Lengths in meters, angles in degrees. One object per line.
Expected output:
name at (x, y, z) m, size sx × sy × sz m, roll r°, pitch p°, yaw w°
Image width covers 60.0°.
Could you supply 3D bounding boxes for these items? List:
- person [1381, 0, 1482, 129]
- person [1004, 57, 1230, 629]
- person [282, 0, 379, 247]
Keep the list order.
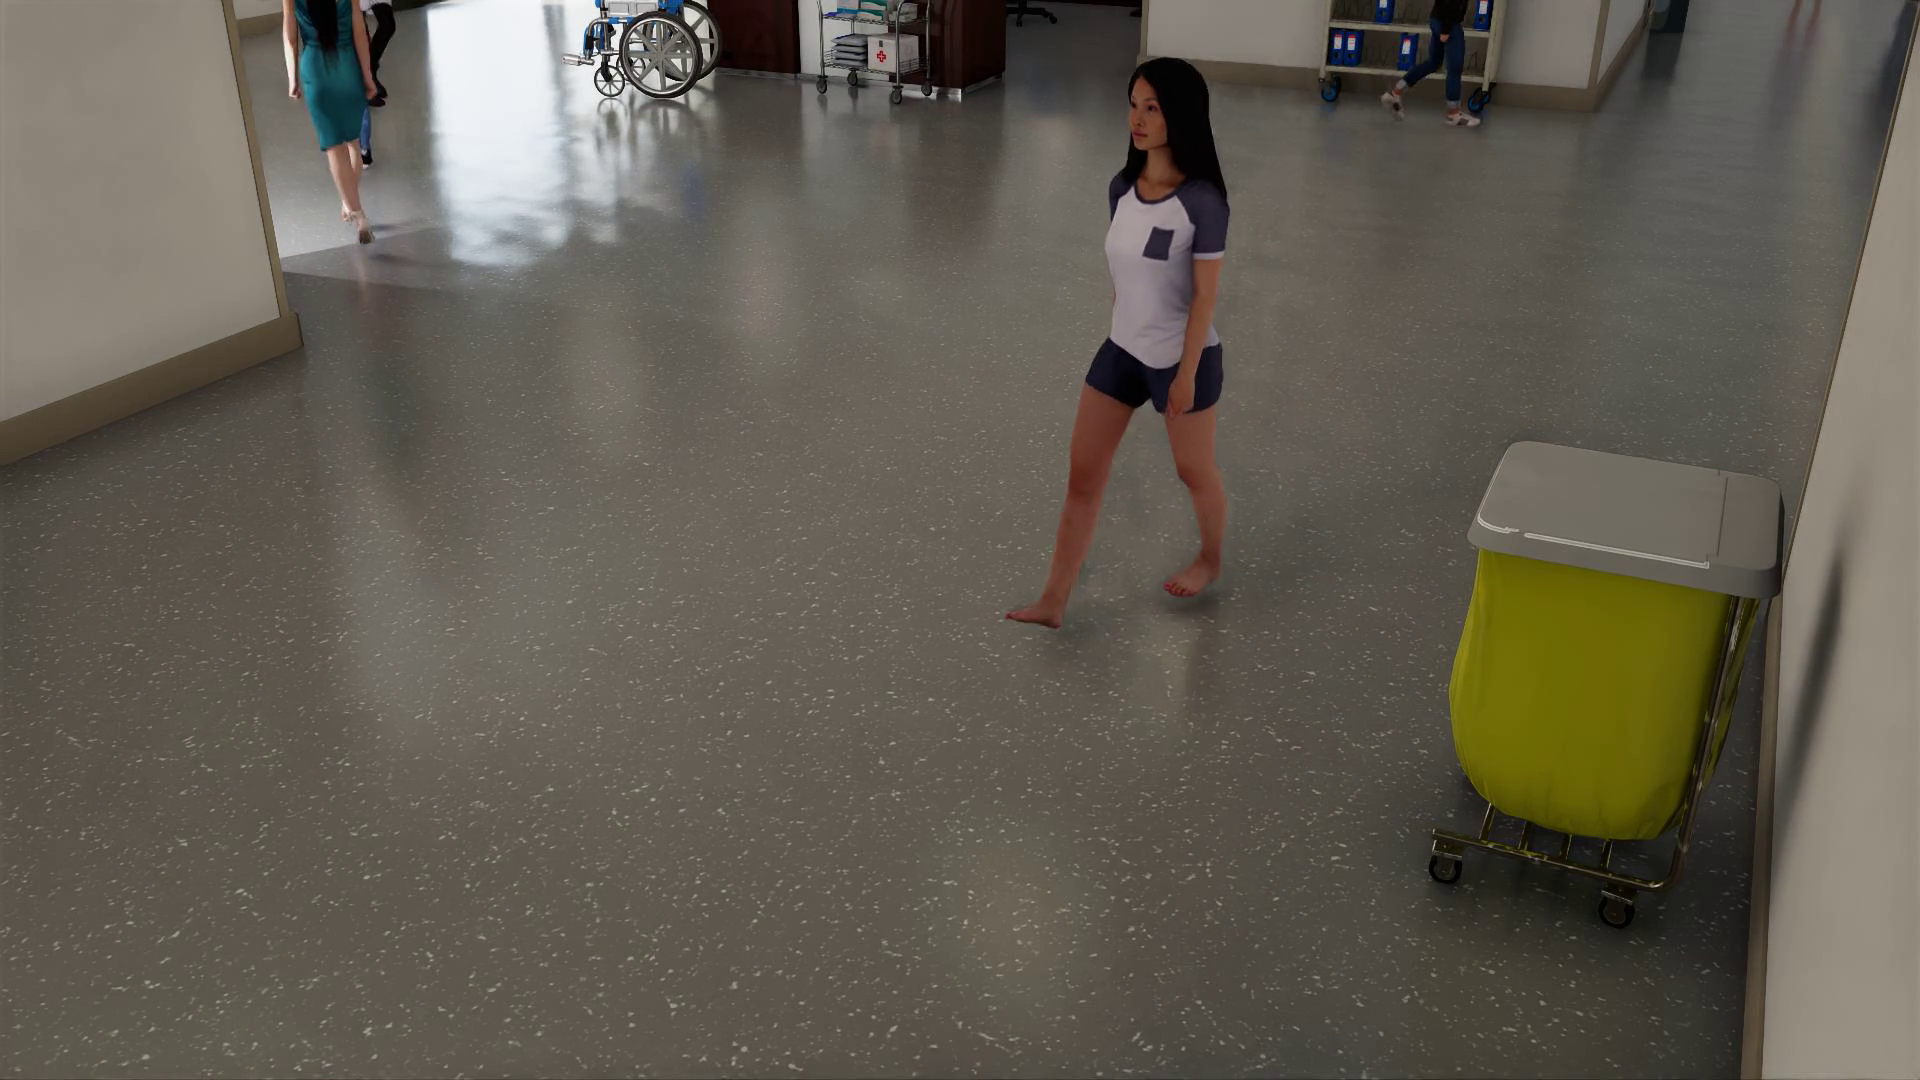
person at (3.271, -3.571, 11.412) m, size 0.989 × 1.463 × 0.780 m, roll 1°, pitch 26°, yaw 2°
person at (0.646, -0.532, 4.882) m, size 0.954 × 1.661 × 1.115 m, roll -21°, pitch 33°, yaw -37°
person at (-3.225, -2.310, 8.589) m, size 0.932 × 1.643 × 1.085 m, roll -14°, pitch 29°, yaw -26°
